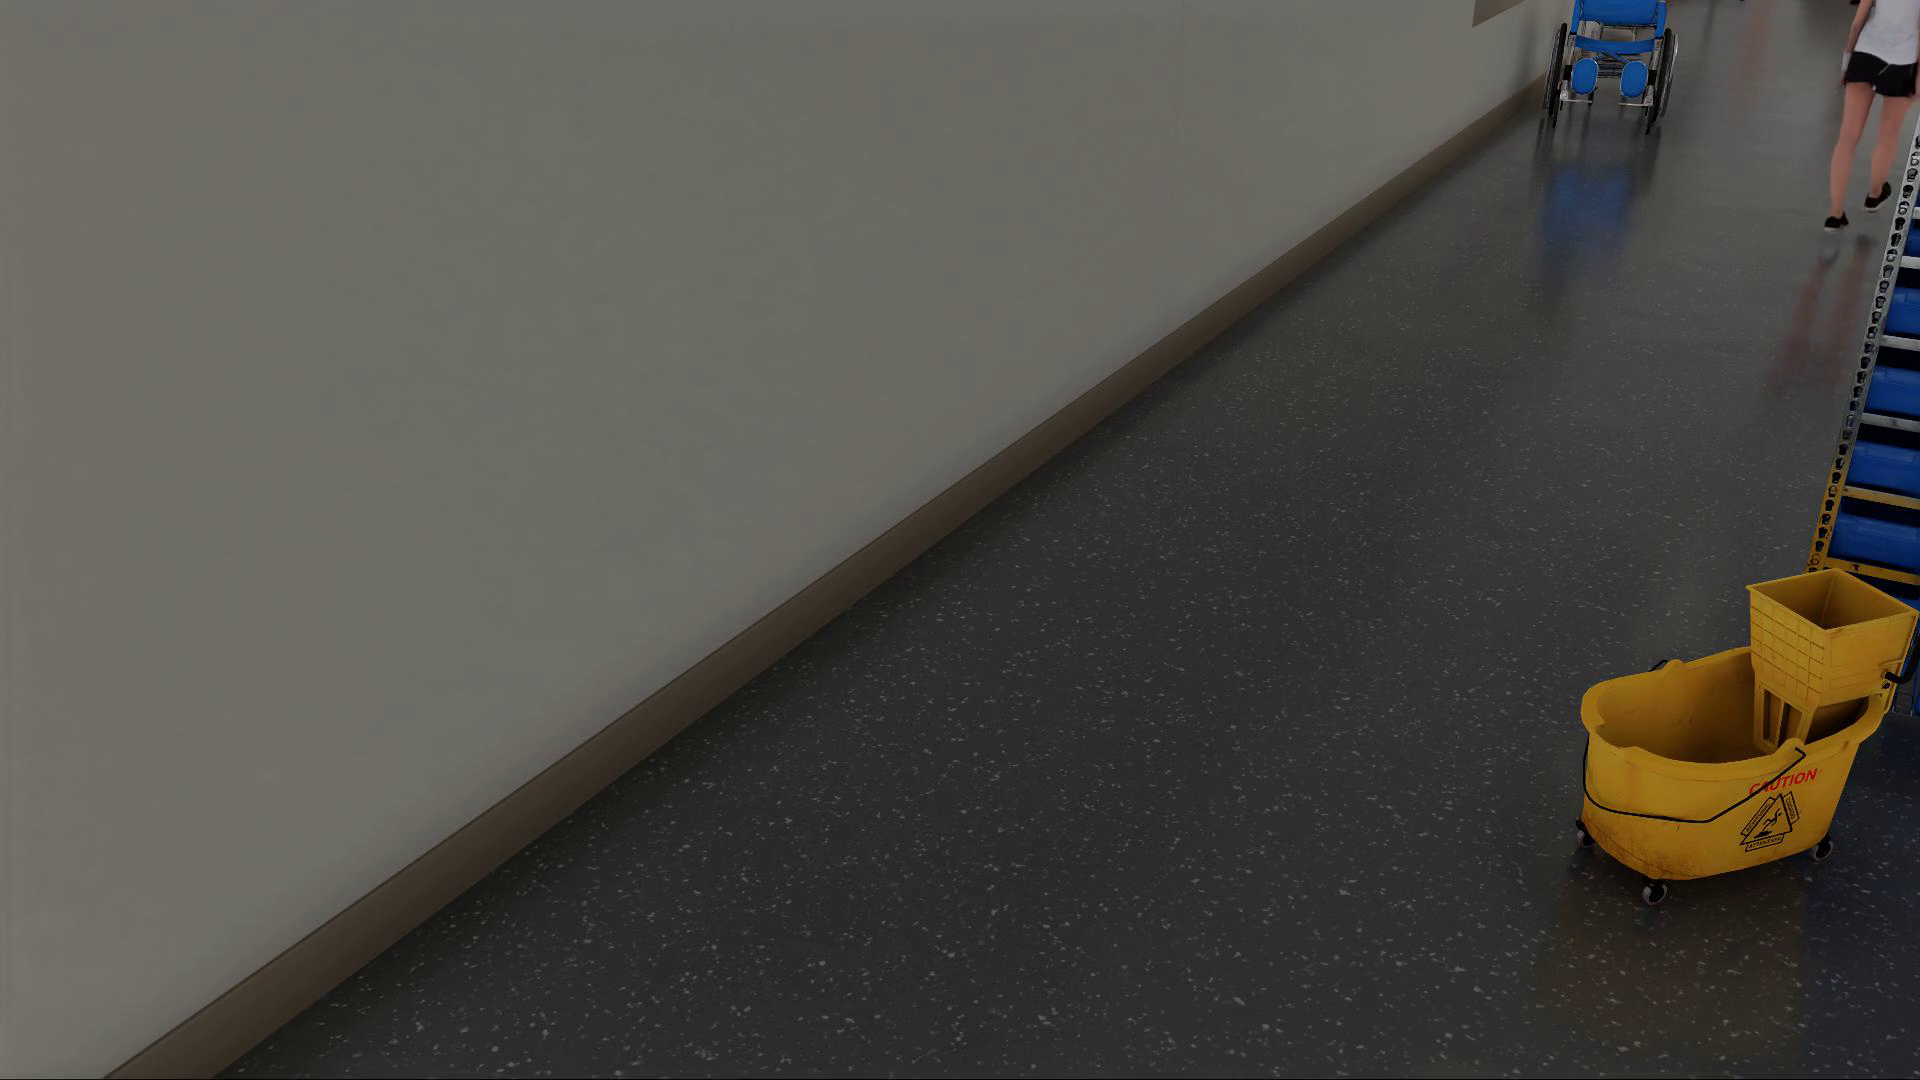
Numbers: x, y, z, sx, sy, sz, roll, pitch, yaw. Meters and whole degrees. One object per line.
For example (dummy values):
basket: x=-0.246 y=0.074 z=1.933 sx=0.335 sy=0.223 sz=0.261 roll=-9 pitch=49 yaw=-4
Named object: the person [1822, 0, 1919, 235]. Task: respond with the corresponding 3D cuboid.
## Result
person: x=4.843 y=-2.448 z=8.779 sx=1.084 sy=1.701 sz=0.773 roll=19 pitch=32 yaw=34
